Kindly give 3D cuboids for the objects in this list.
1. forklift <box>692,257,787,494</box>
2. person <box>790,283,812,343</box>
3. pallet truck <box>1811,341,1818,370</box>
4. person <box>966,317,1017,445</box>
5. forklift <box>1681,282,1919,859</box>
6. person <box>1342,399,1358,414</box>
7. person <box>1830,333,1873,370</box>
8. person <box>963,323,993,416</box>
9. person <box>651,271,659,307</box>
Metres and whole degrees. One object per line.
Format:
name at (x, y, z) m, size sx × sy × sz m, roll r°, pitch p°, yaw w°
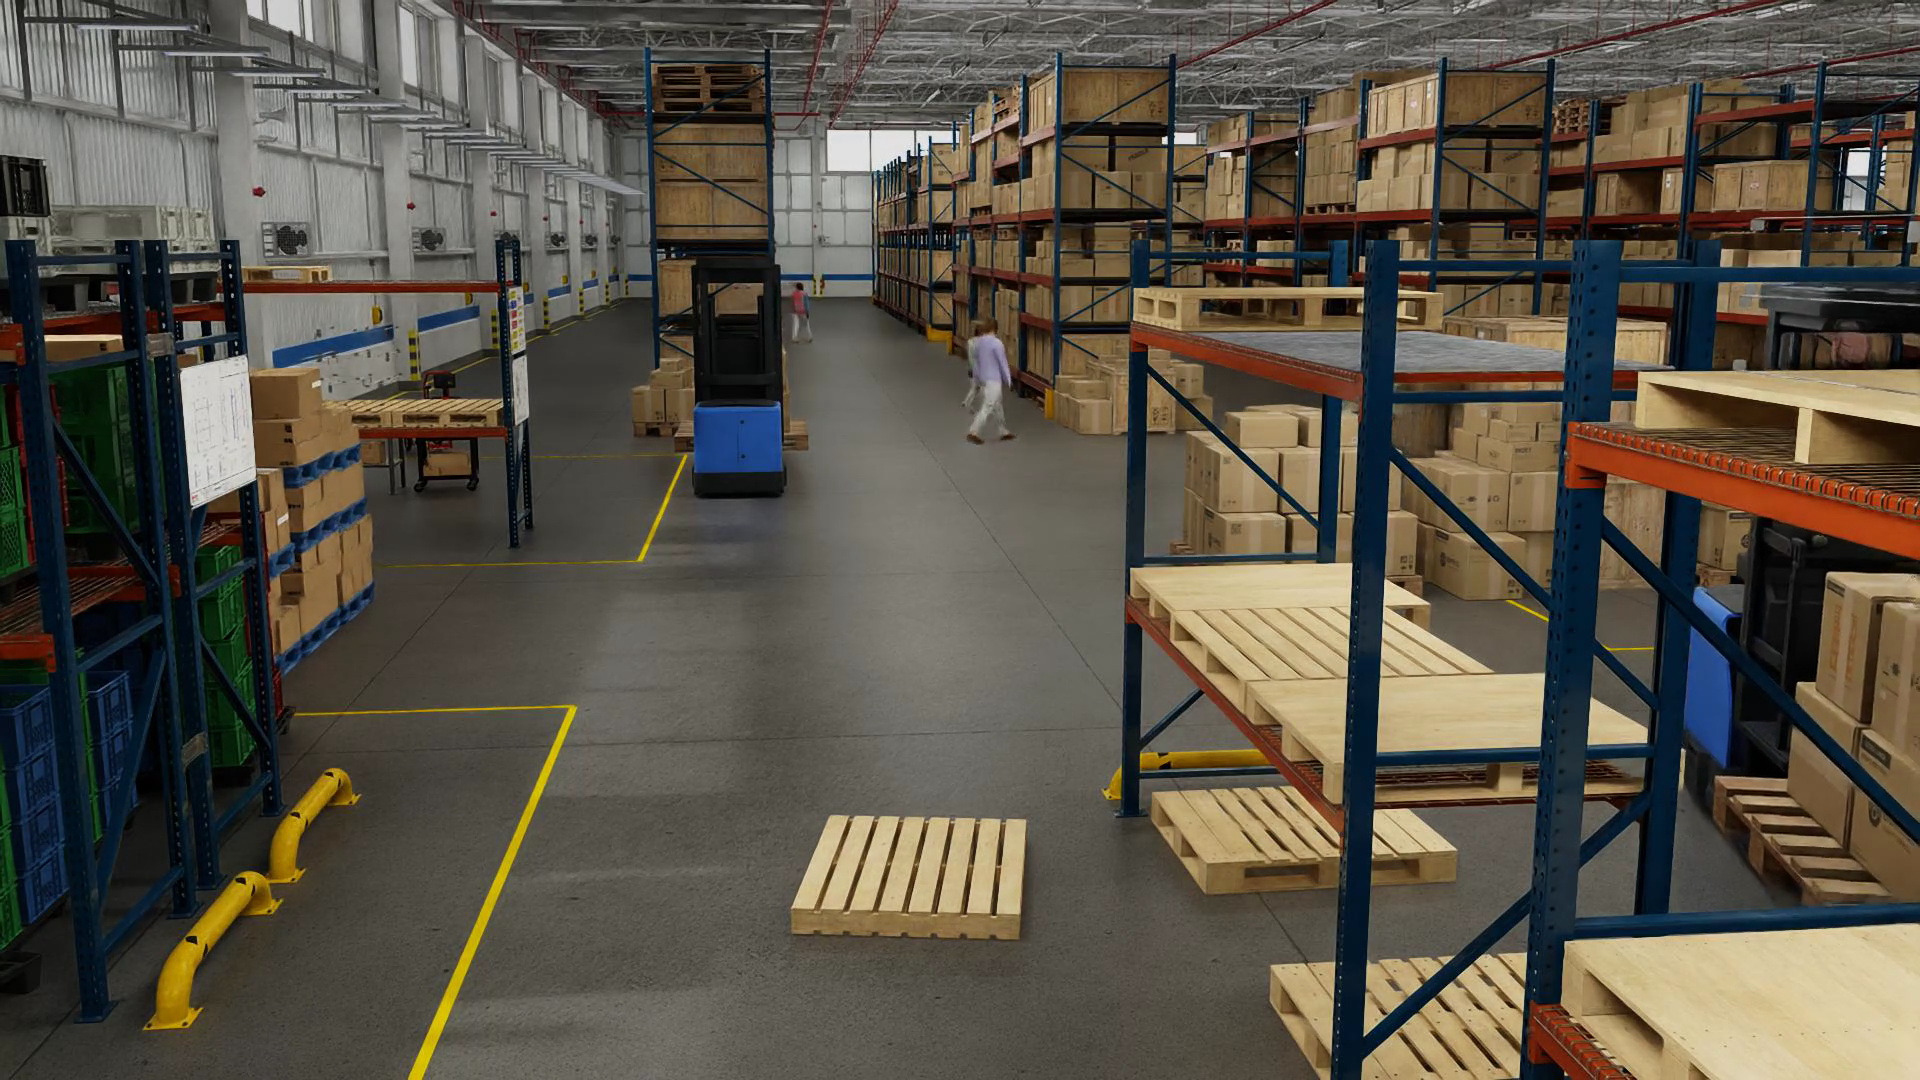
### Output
forklift at (-2.705, -2.042, 20.251) m, size 1.129 × 2.768 × 1.873 m, roll -1°, pitch 10°, yaw -6°
person at (-4.736, -6.689, 49.106) m, size 0.641 × 1.784 × 0.958 m, roll 3°, pitch 11°, yaw 19°
pallet truck at (15.846, -3.142, 28.793) m, size 1.885 × 1.965 × 0.823 m, roll 2°, pitch 10°, yaw 12°
person at (0.460, -2.376, 24.857) m, size 0.975 × 1.891 × 0.630 m, roll -5°, pitch 11°, yaw -26°
forklift at (4.479, 0.089, 8.438) m, size 1.129 × 2.768 × 1.873 m, roll 2°, pitch 10°, yaw 9°
person at (4.786, -1.605, 20.418) m, size 1.043 × 1.936 × 0.629 m, roll 8°, pitch 13°, yaw 37°
person at (14.175, -2.671, 26.442) m, size 0.652 × 1.904 × 0.402 m, roll 0°, pitch 10°, yaw 0°
person at (0.319, -2.955, 28.819) m, size 0.567 × 1.614 × 0.646 m, roll -7°, pitch 12°, yaw -33°
person at (-13.915, -11.635, 76.023) m, size 0.376 × 1.934 × 0.547 m, roll 6°, pitch 12°, yaw 32°
